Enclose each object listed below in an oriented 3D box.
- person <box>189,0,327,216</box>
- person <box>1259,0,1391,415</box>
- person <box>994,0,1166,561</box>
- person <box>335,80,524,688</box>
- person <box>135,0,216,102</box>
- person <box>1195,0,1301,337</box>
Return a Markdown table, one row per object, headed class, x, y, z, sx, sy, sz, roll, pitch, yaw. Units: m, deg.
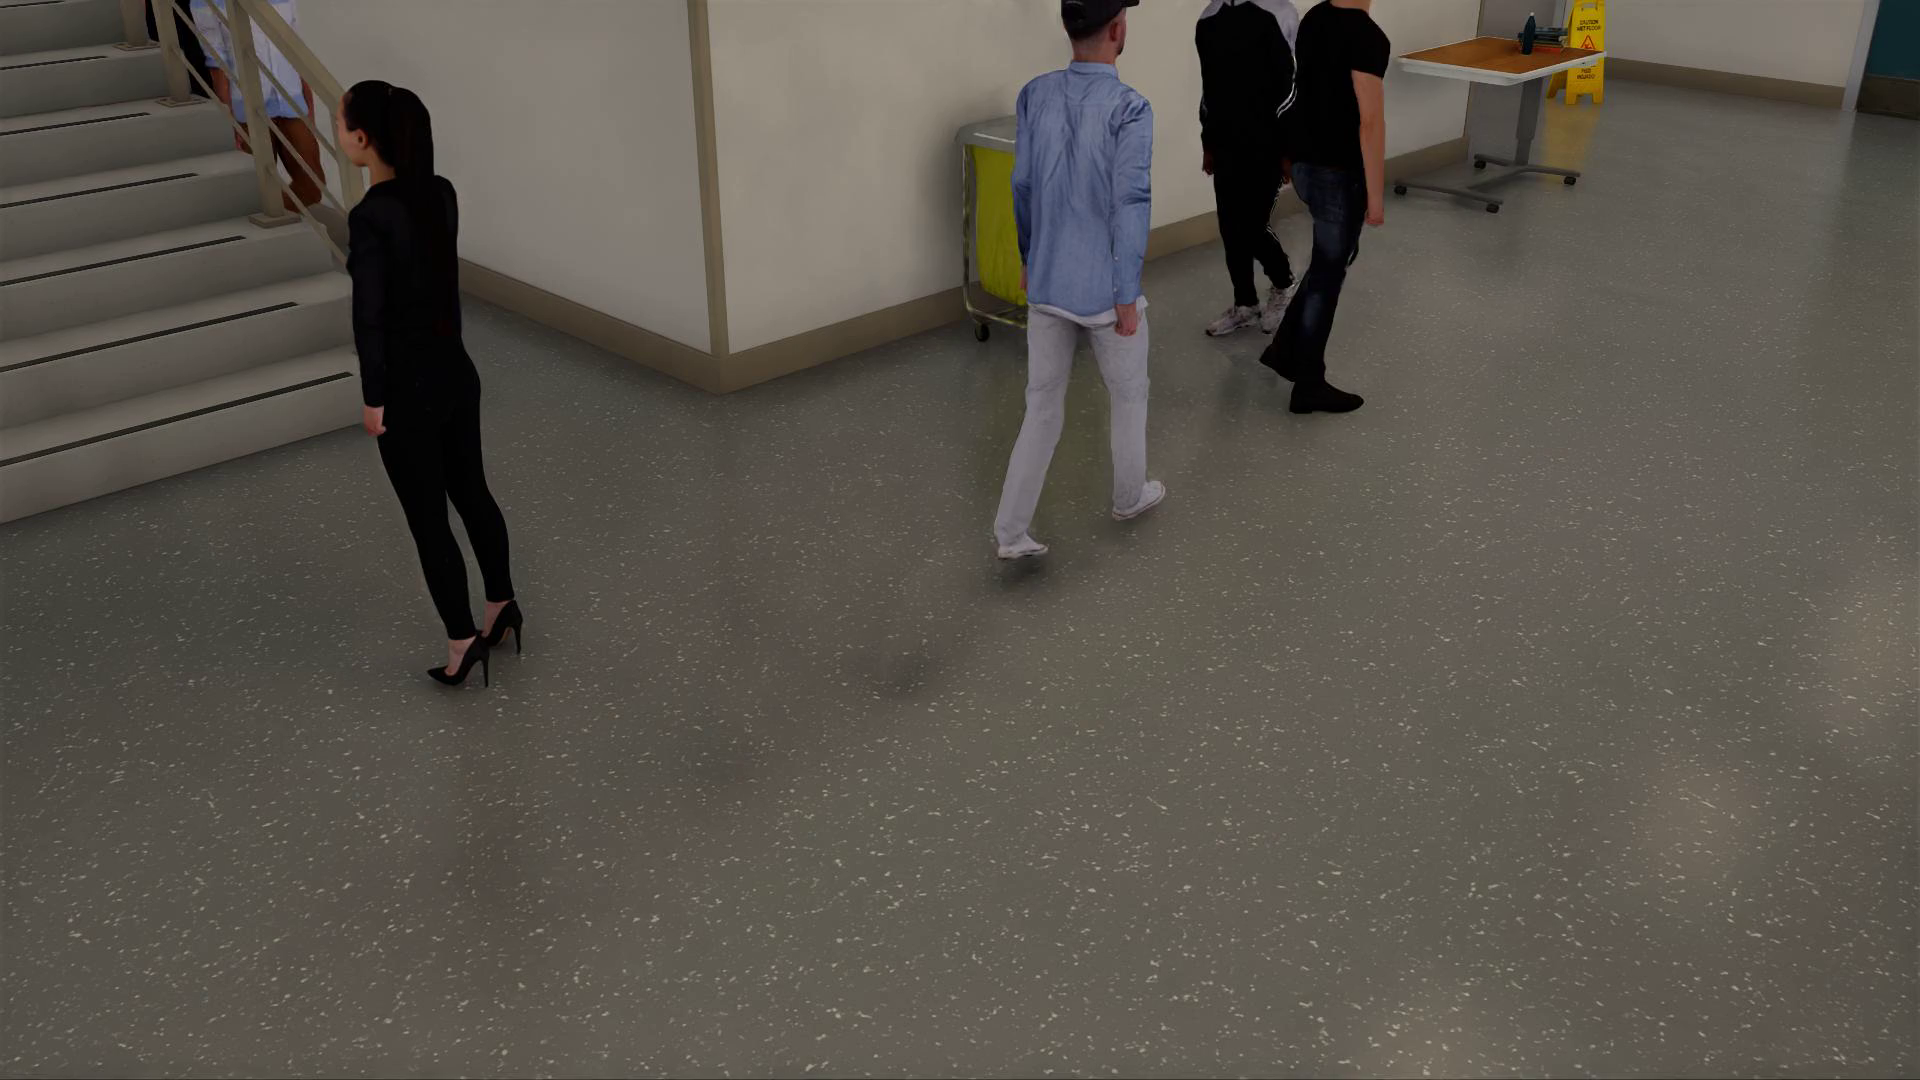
| class | x | y | z | sx | sy | sz | roll | pitch | yaw |
| --- | --- | --- | --- | --- | --- | --- | --- | --- | --- |
| person | -3.367 | -2.071 | 7.945 | 0.863 | 1.812 | 0.721 | 20 | 32 | 35 |
| person | 1.378 | -1.428 | 6.525 | 0.941 | 1.889 | 0.822 | -6 | 26 | -13 |
| person | 0.339 | -0.781 | 5.222 | 1.110 | 1.854 | 0.850 | 17 | 31 | 32 |
| person | -1.475 | -0.405 | 4.612 | 0.661 | 1.707 | 0.652 | 7 | 27 | 15 |
| person | -3.816 | -2.295 | 8.384 | 1.294 | 1.835 | 0.919 | 14 | 29 | 26 |
| person | 1.351 | -1.781 | 7.352 | 0.788 | 1.805 | 0.714 | -19 | 32 | -34 |
